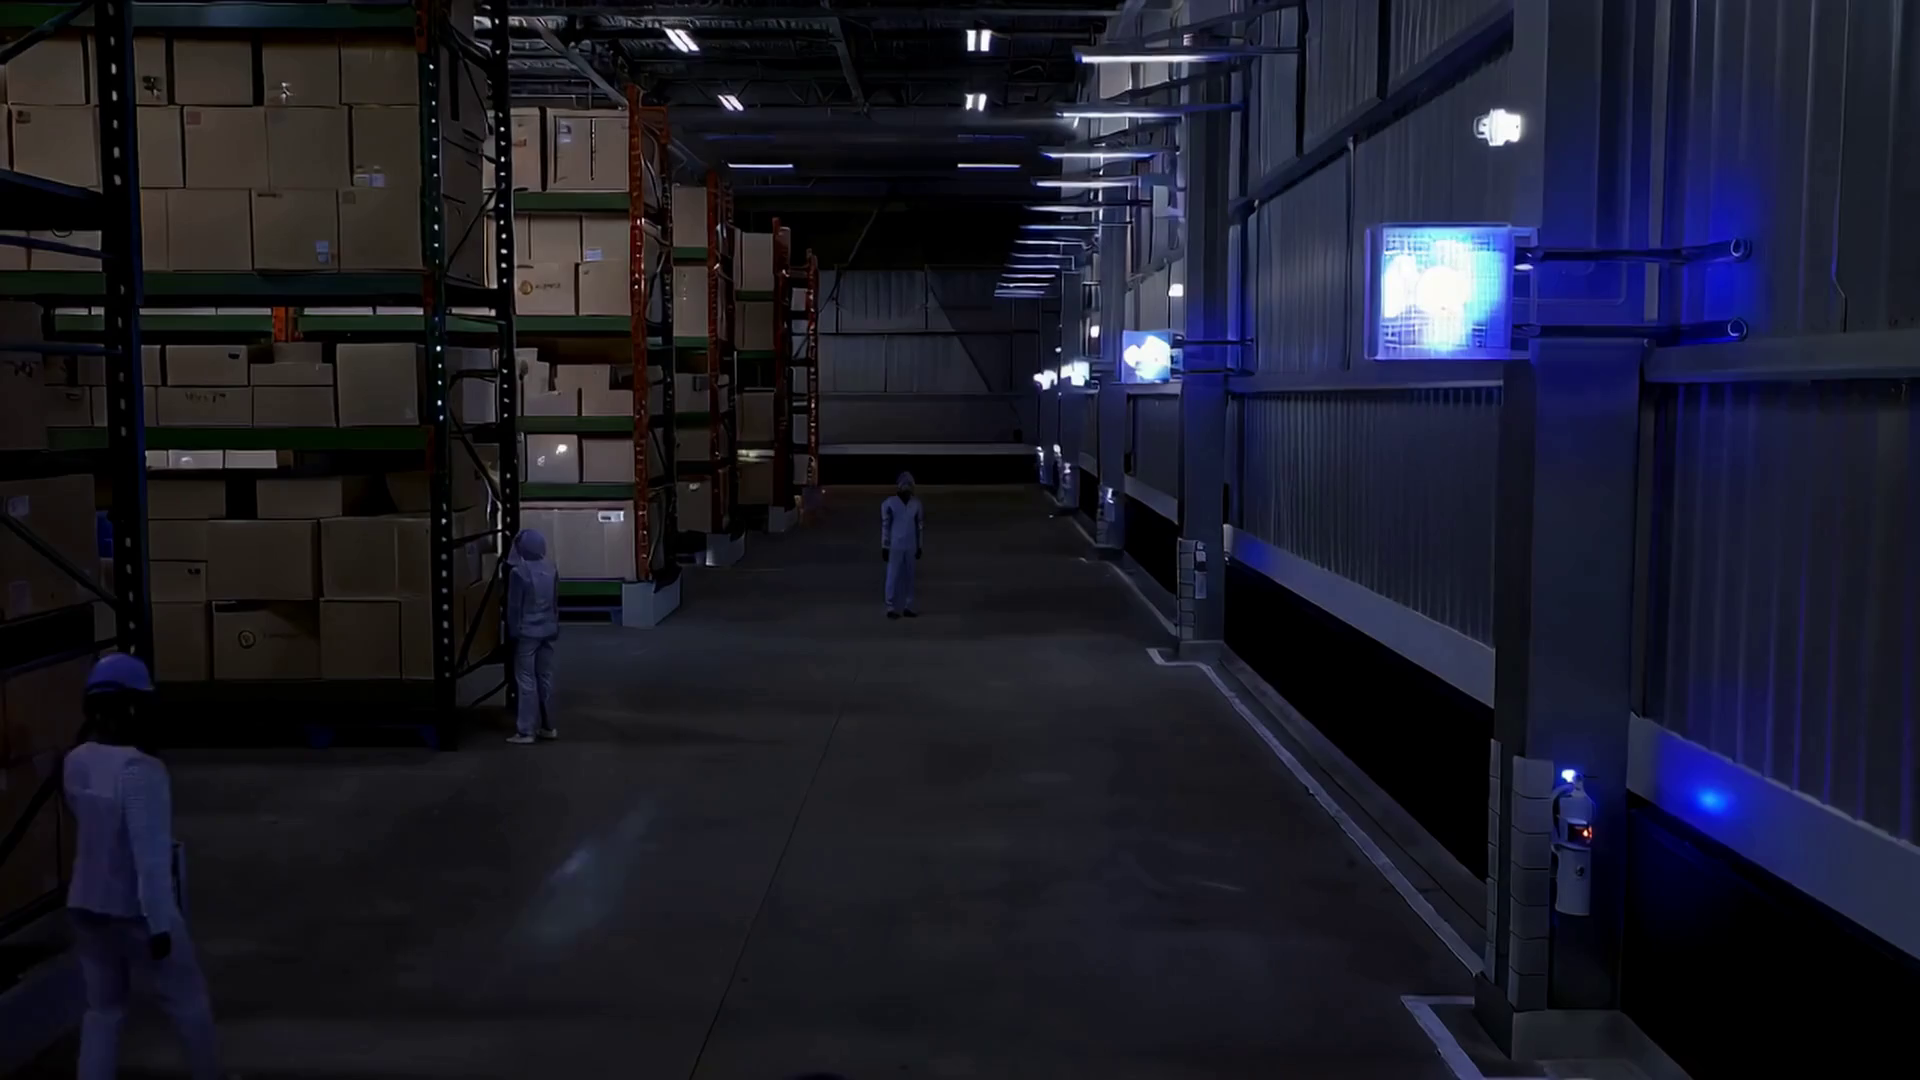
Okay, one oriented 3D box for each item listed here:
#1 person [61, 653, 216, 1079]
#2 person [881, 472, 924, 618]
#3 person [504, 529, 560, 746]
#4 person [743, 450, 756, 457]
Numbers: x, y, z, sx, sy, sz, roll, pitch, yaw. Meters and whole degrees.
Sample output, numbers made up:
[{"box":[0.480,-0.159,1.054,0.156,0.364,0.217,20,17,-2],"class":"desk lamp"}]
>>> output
[{"box":[-2.885,1.266,5.761,0.557,1.738,0.563,2,5,23],"class":"person"},{"box":[-0.666,0.060,19.762,0.563,1.743,0.351,-3,6,-31],"class":"person"},{"box":[-3.227,0.731,12.599,0.313,1.631,0.525,3,6,29],"class":"person"},{"box":[-4.628,-1.502,37.575,0.926,1.798,0.599,-1,5,-8],"class":"person"}]
